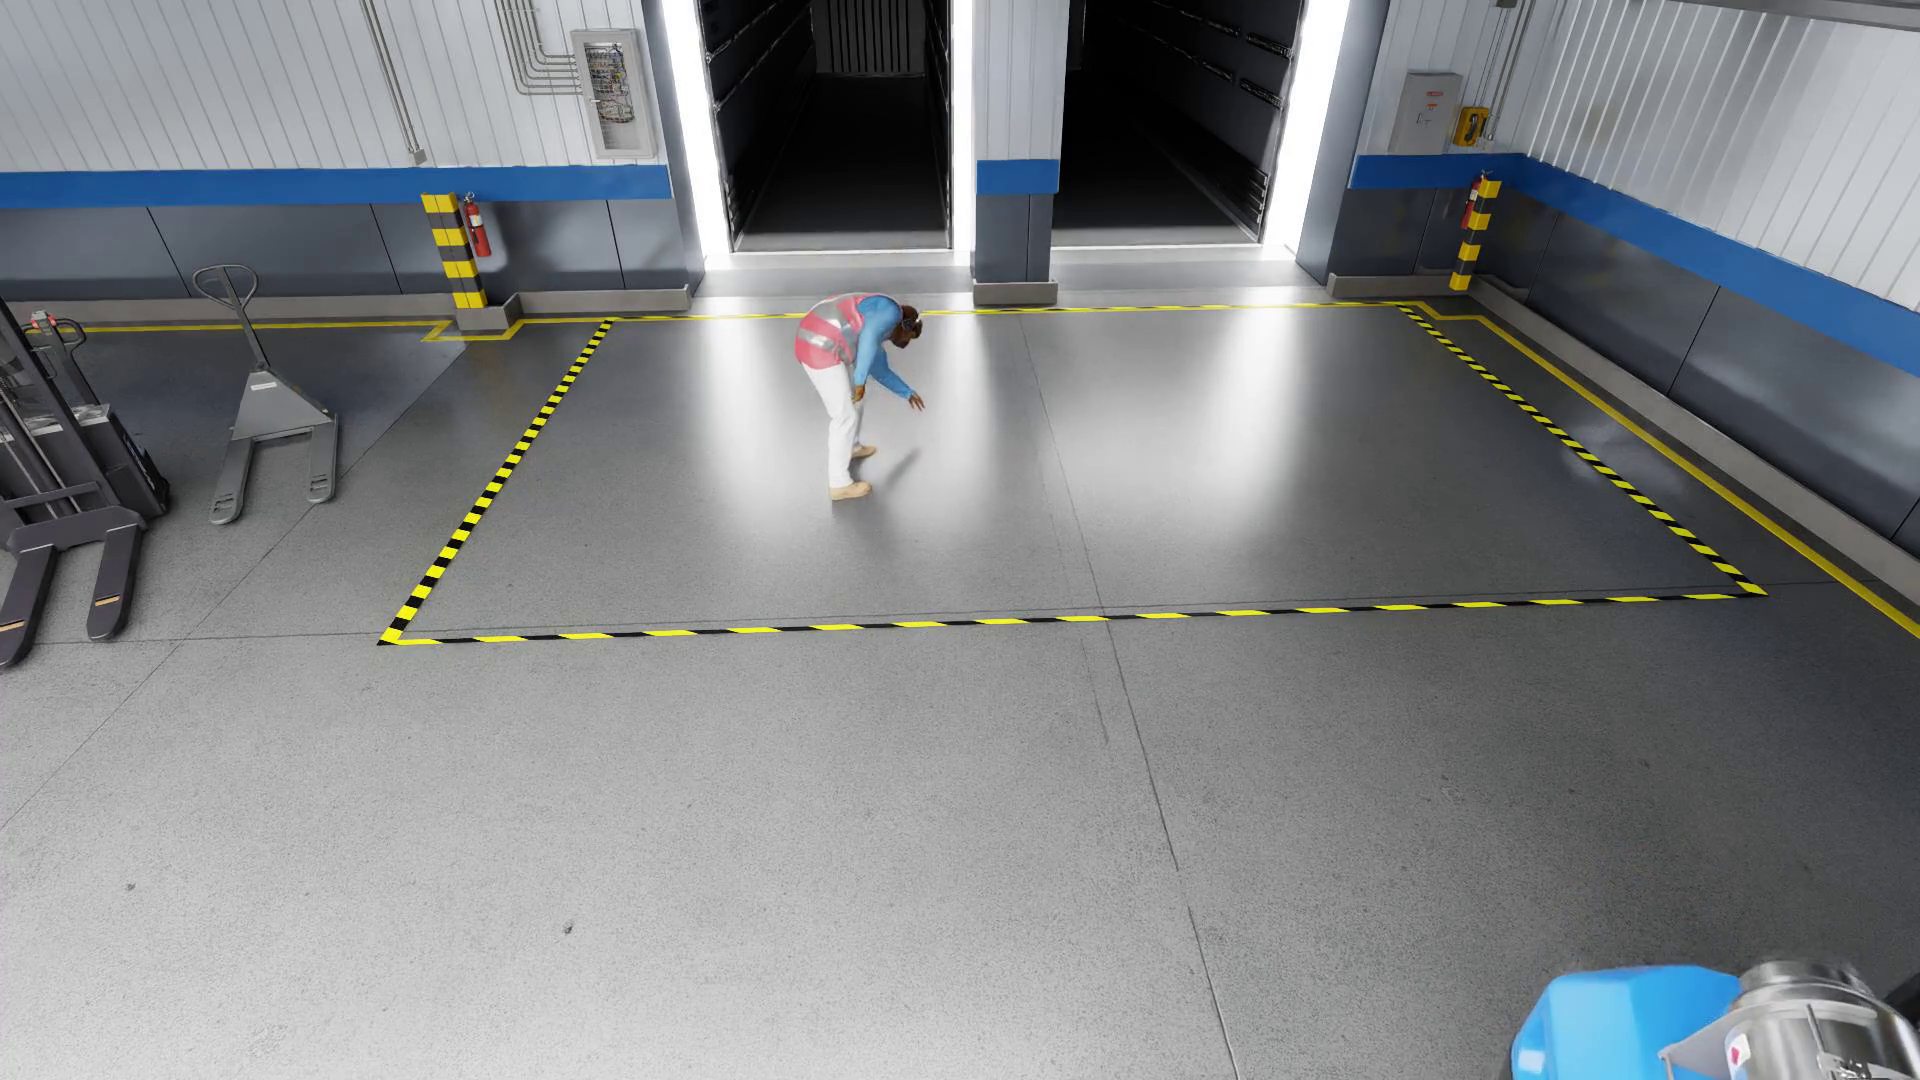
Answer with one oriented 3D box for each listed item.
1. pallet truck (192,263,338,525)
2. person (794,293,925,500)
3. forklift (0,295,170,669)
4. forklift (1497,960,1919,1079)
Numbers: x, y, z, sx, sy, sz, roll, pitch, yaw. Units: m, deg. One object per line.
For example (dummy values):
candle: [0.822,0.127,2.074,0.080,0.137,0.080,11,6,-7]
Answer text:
pallet truck: [-4.778,-1.027,6.128,0.680,1.201,1.601,-17,38,-23]
person: [-0.645,-1.037,6.172,0.856,1.253,0.988,-3,35,-4]
forklift: [-5.212,-0.618,4.878,0.823,1.965,1.885,-20,39,-26]
forklift: [2.632,1.474,1.561,2.680,2.036,1.157,14,37,19]
